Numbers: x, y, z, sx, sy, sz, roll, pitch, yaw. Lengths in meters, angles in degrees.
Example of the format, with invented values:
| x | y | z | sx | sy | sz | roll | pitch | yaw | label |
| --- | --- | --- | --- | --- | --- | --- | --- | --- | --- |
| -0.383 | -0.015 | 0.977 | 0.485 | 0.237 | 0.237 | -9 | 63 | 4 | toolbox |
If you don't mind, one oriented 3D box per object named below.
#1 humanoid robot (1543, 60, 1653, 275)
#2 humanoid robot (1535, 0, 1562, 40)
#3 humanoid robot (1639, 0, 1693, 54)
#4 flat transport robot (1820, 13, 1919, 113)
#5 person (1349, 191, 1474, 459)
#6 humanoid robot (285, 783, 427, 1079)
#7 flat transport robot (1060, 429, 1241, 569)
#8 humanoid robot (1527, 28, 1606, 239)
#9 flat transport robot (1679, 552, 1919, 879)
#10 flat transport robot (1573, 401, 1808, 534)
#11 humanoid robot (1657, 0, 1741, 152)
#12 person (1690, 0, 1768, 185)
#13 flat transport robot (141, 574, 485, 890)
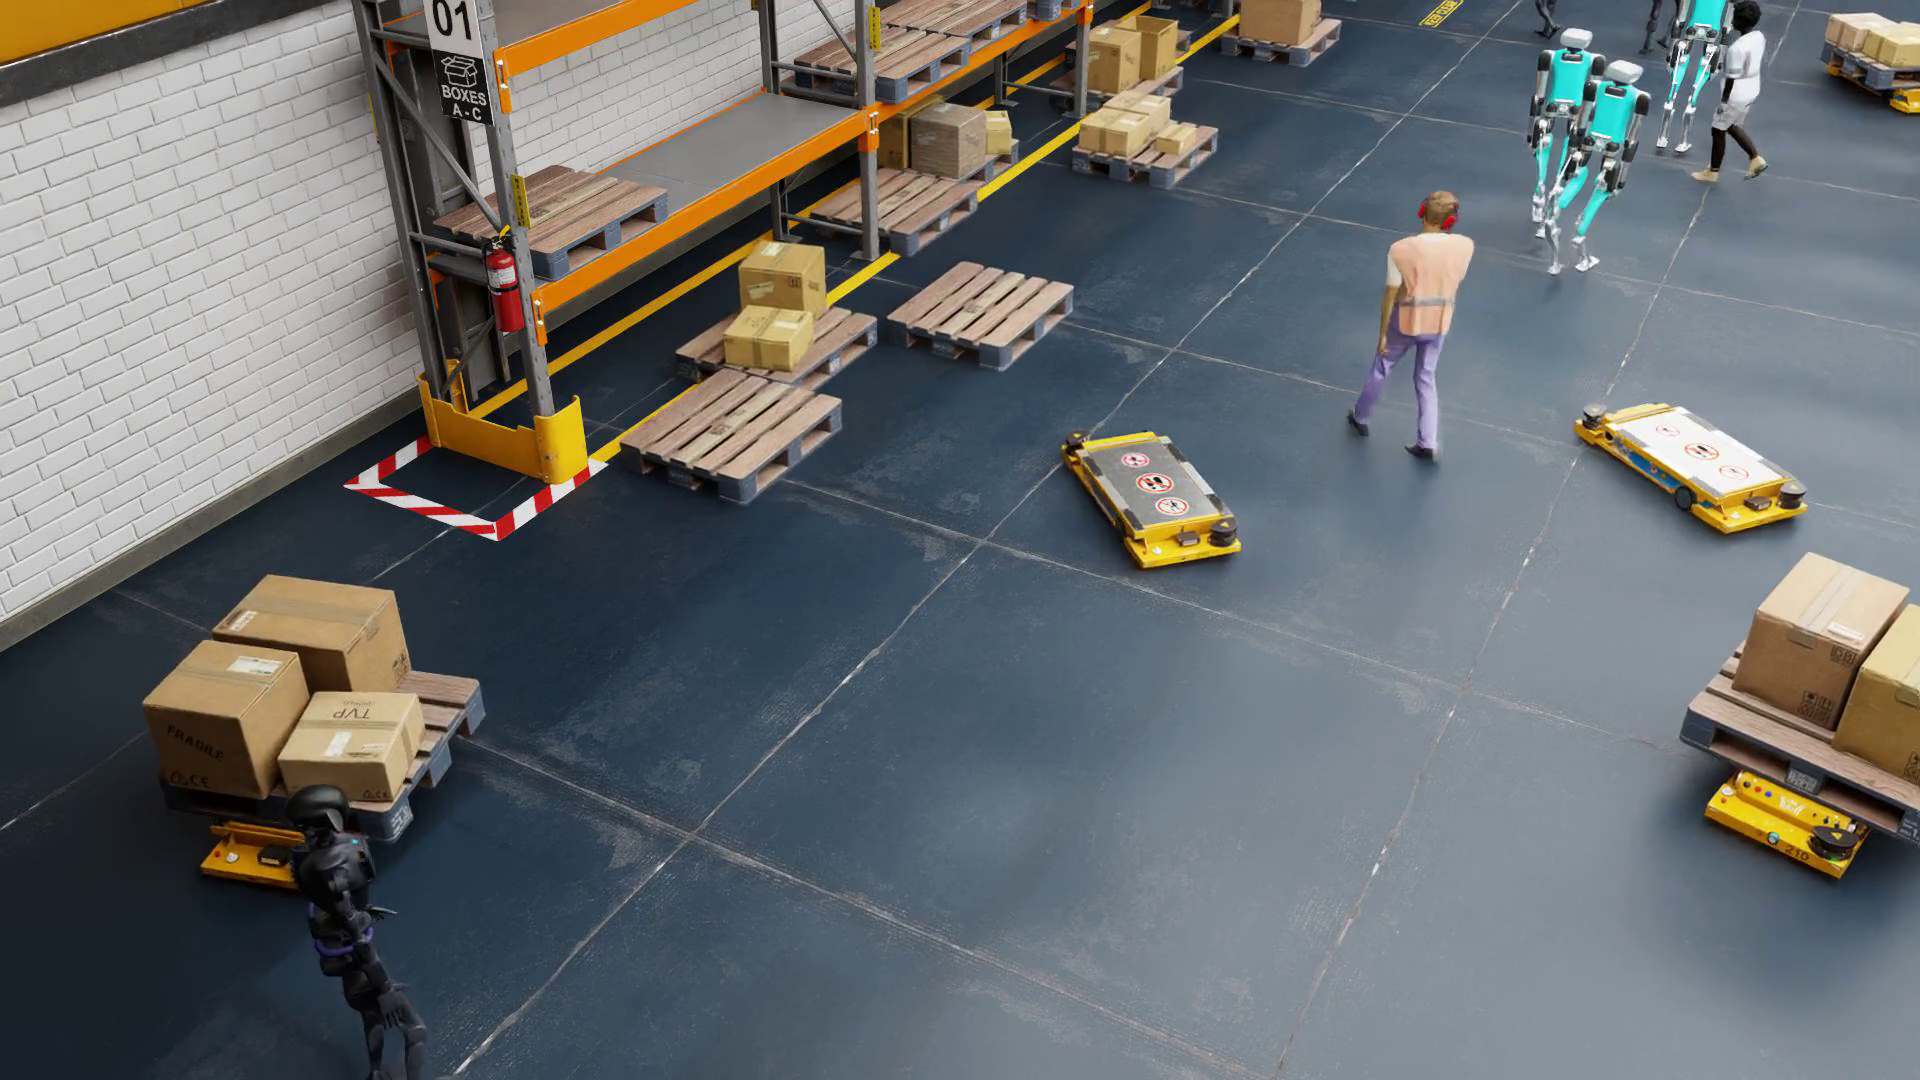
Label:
| x | y | z | sx | sy | sz | roll | pitch | yaw | label |
| --- | --- | --- | --- | --- | --- | --- | --- | --- | --- |
| 4.947 | -2.829 | 13.111 | 0.559 | 1.774 | 0.898 | 24 | 41 | 32 | humanoid robot |
| 6.748 | -6.438 | 18.620 | 0.586 | 1.624 | 0.526 | -12 | 35 | -17 | humanoid robot |
| 7.780 | -6.156 | 18.183 | 0.384 | 1.654 | 0.584 | -26 | 42 | -34 | humanoid robot |
| 9.787 | -4.783 | 17.385 | 0.659 | 0.231 | 1.431 | -5 | 34 | -7 | flat transport robot |
| 2.997 | -1.424 | 10.919 | 0.561 | 1.795 | 0.729 | -3 | 34 | -4 | person |
| -2.327 | 1.582 | 6.480 | 0.338 | 1.656 | 0.589 | -17 | 37 | -24 | humanoid robot |
| 1.195 | -0.311 | 10.618 | 0.659 | 0.231 | 1.431 | -10 | 35 | -14 | flat transport robot |
| 4.934 | -3.286 | 13.787 | 0.558 | 1.754 | 0.924 | 13 | 36 | 19 | humanoid robot |
| 4.398 | 1.131 | 8.438 | 0.659 | 0.231 | 1.431 | 27 | 42 | 34 | flat transport robot |
| 4.786 | -0.525 | 10.943 | 0.659 | 0.231 | 1.431 | -13 | 36 | -19 | flat transport robot |
| 6.819 | -4.458 | 15.472 | 0.531 | 1.689 | 0.744 | 17 | 37 | 24 | humanoid robot |
| 6.998 | -3.955 | 14.853 | 0.519 | 1.676 | 0.539 | 29 | 43 | 36 | person |
| -3.125 | 1.177 | 8.367 | 0.659 | 0.231 | 1.431 | 7 | 34 | 10 | flat transport robot |
